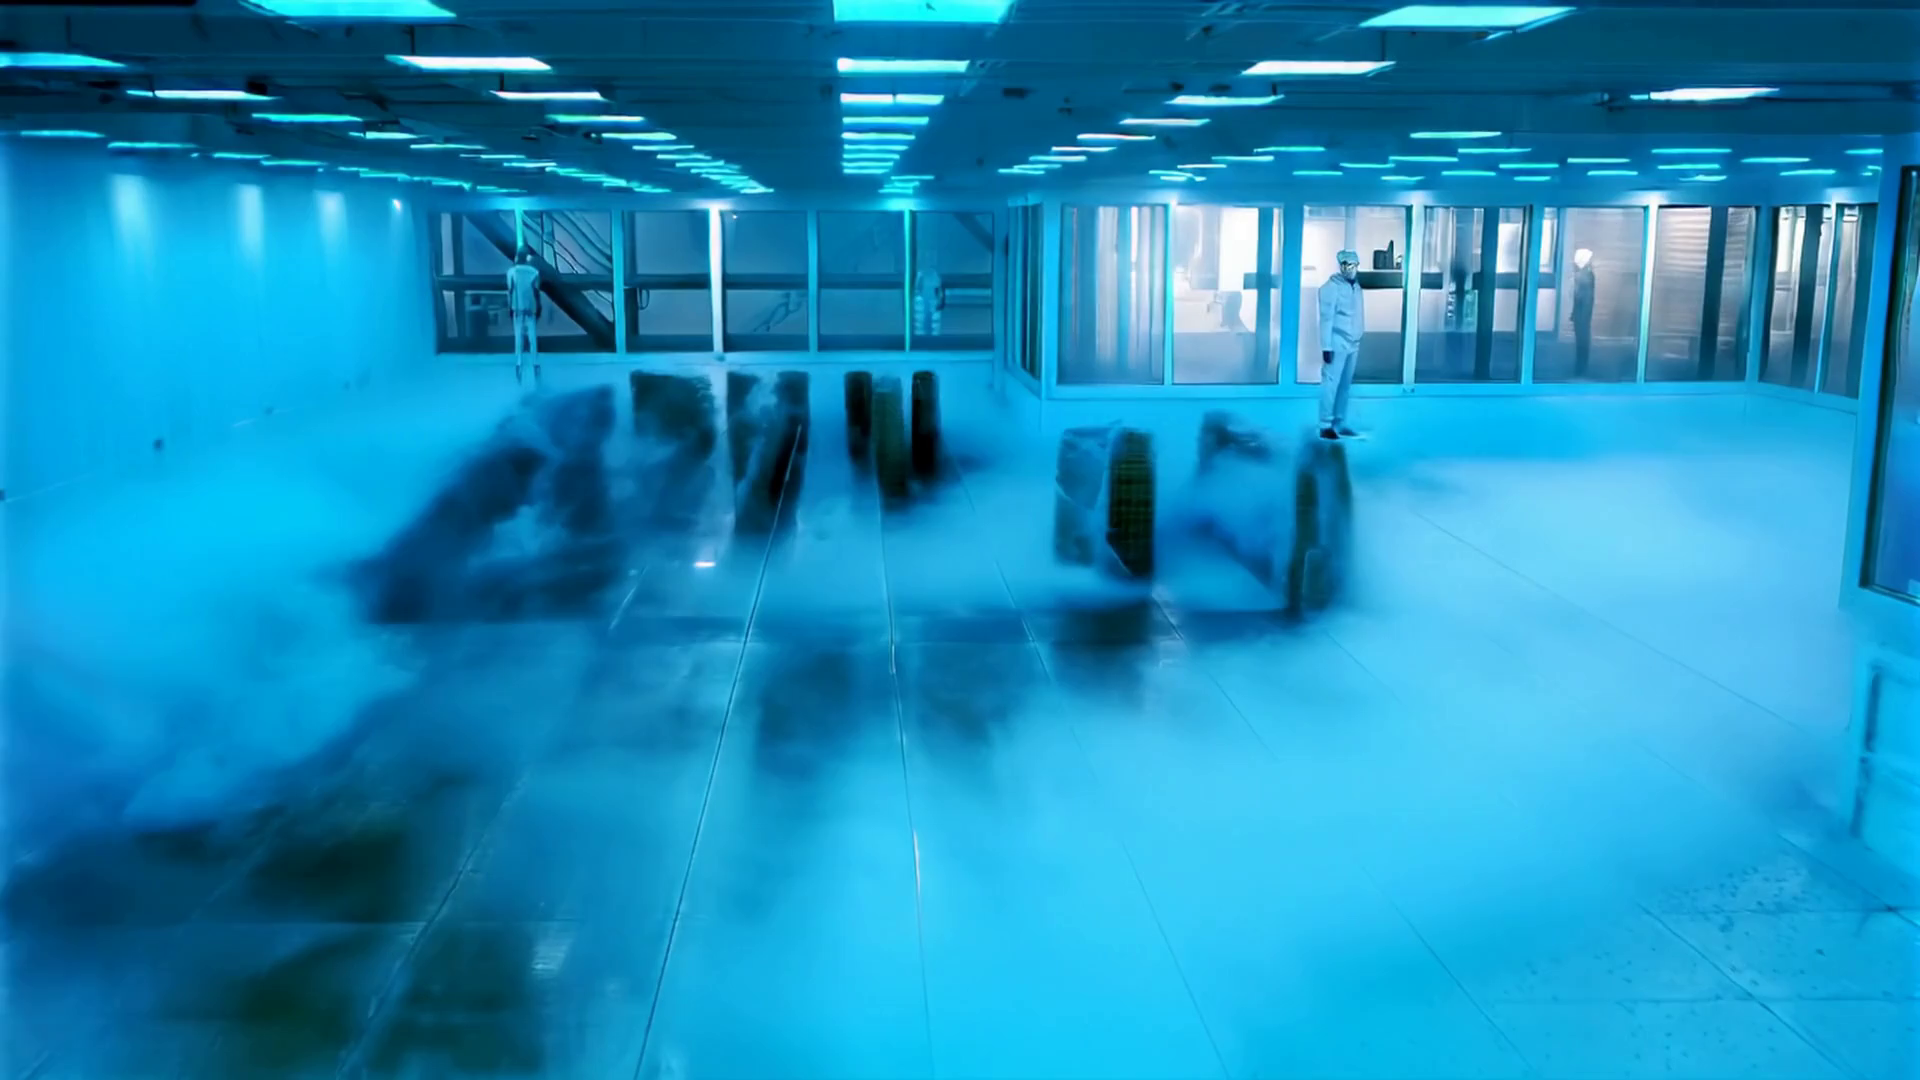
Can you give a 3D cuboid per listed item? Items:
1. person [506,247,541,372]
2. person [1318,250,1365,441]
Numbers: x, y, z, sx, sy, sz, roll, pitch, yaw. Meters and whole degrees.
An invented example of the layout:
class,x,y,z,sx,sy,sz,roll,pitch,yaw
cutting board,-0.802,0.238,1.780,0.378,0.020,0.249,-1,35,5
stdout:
class,x,y,z,sx,sy,sz,roll,pitch,yaw
person,-6.511,-3.428,24.825,0.504,1.861,0.330,-1,11,-7
person,3.852,-1.953,16.719,0.403,1.906,0.651,9,14,41
